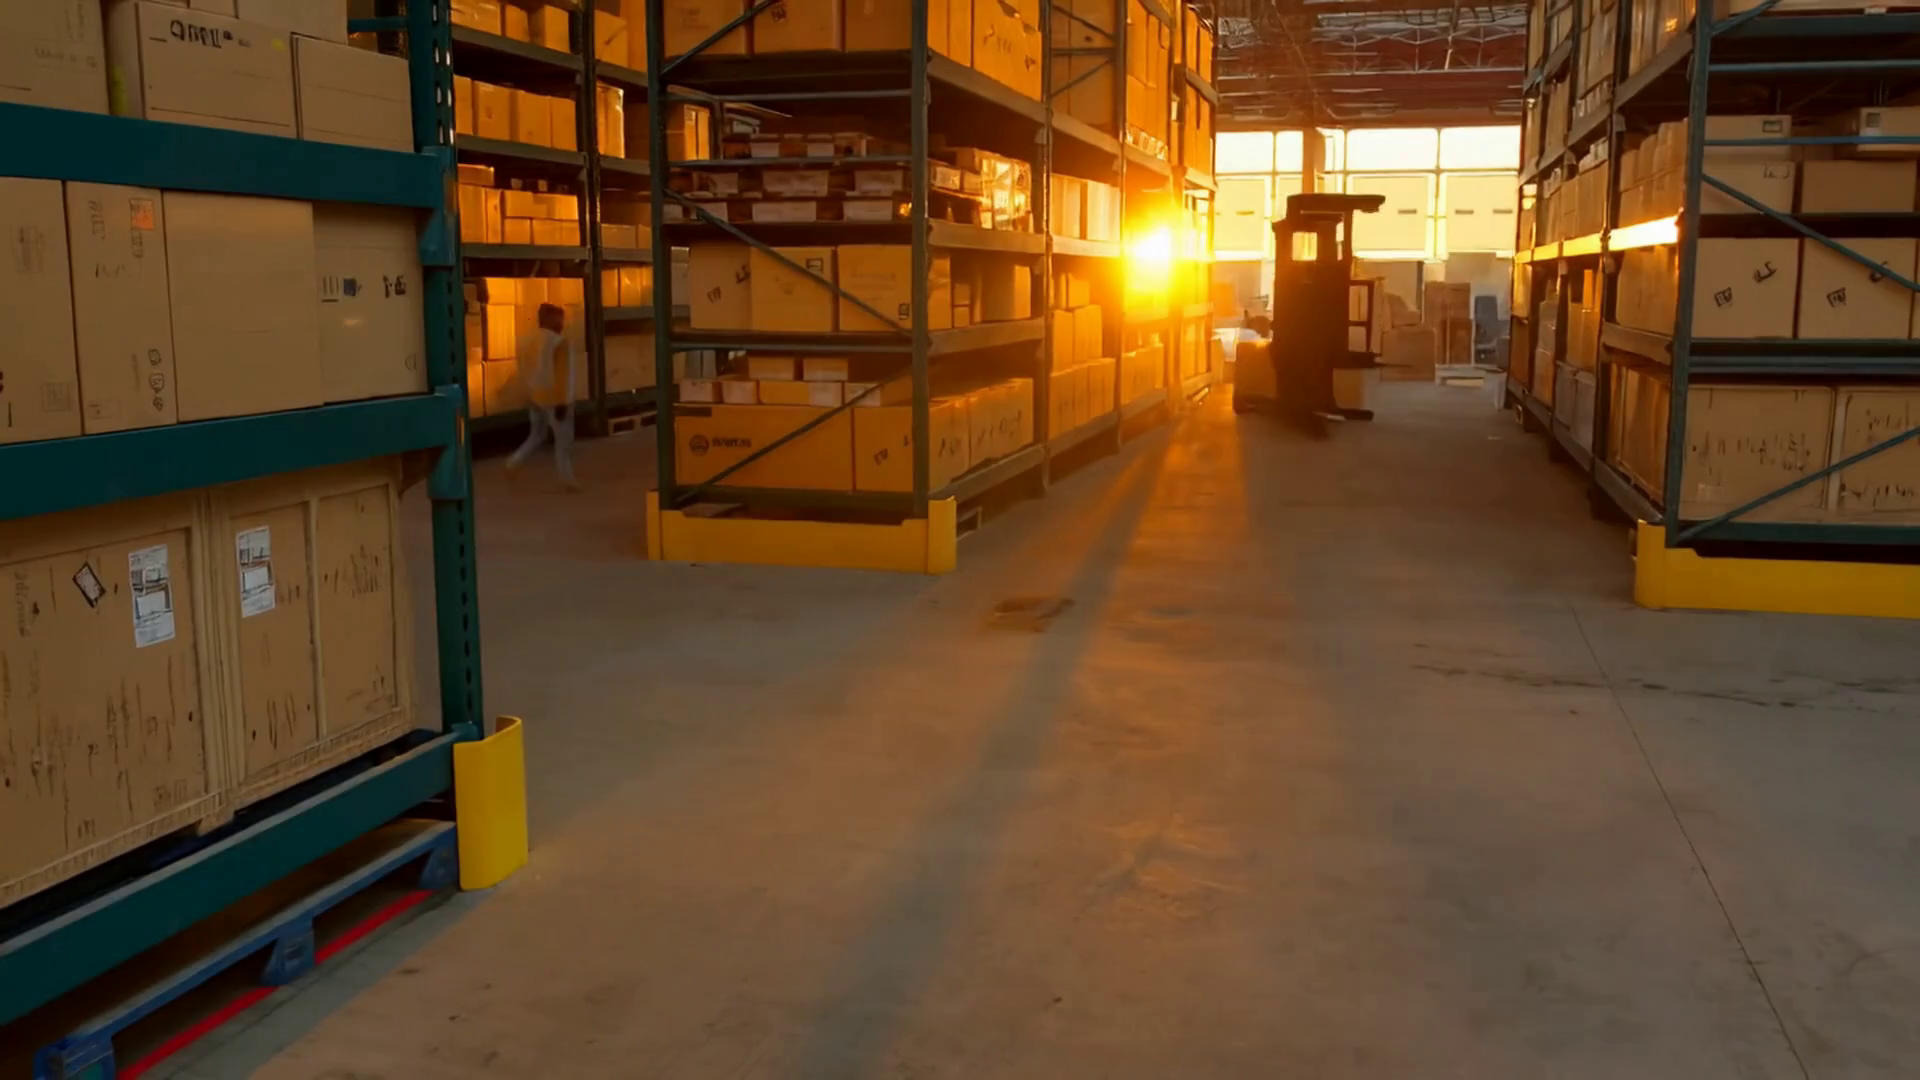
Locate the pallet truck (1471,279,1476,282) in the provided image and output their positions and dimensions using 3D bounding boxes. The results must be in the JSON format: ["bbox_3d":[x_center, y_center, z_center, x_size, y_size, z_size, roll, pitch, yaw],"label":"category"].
[{"bbox_3d":[18.896,-8.459,60.307,1.885,1.965,0.823,5,10,31],"label":"pallet truck"}]

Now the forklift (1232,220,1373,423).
[{"bbox_3d":[4.863,-3.136,23.697,1.129,2.768,1.873,-5,10,-27],"label":"forklift"}]

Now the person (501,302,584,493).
[{"bbox_3d":[-3.886,-1.305,15.475,0.625,1.818,0.743,6,11,36],"label":"person"}]

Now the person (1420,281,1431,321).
[{"bbox_3d":[14.123,-6.799,49.997,0.634,1.929,0.378,7,11,37],"label":"person"}]

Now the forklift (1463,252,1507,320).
[{"bbox_3d":[15.695,-7.336,50.379,1.129,2.768,1.873,-2,9,-11],"label":"forklift"}]
